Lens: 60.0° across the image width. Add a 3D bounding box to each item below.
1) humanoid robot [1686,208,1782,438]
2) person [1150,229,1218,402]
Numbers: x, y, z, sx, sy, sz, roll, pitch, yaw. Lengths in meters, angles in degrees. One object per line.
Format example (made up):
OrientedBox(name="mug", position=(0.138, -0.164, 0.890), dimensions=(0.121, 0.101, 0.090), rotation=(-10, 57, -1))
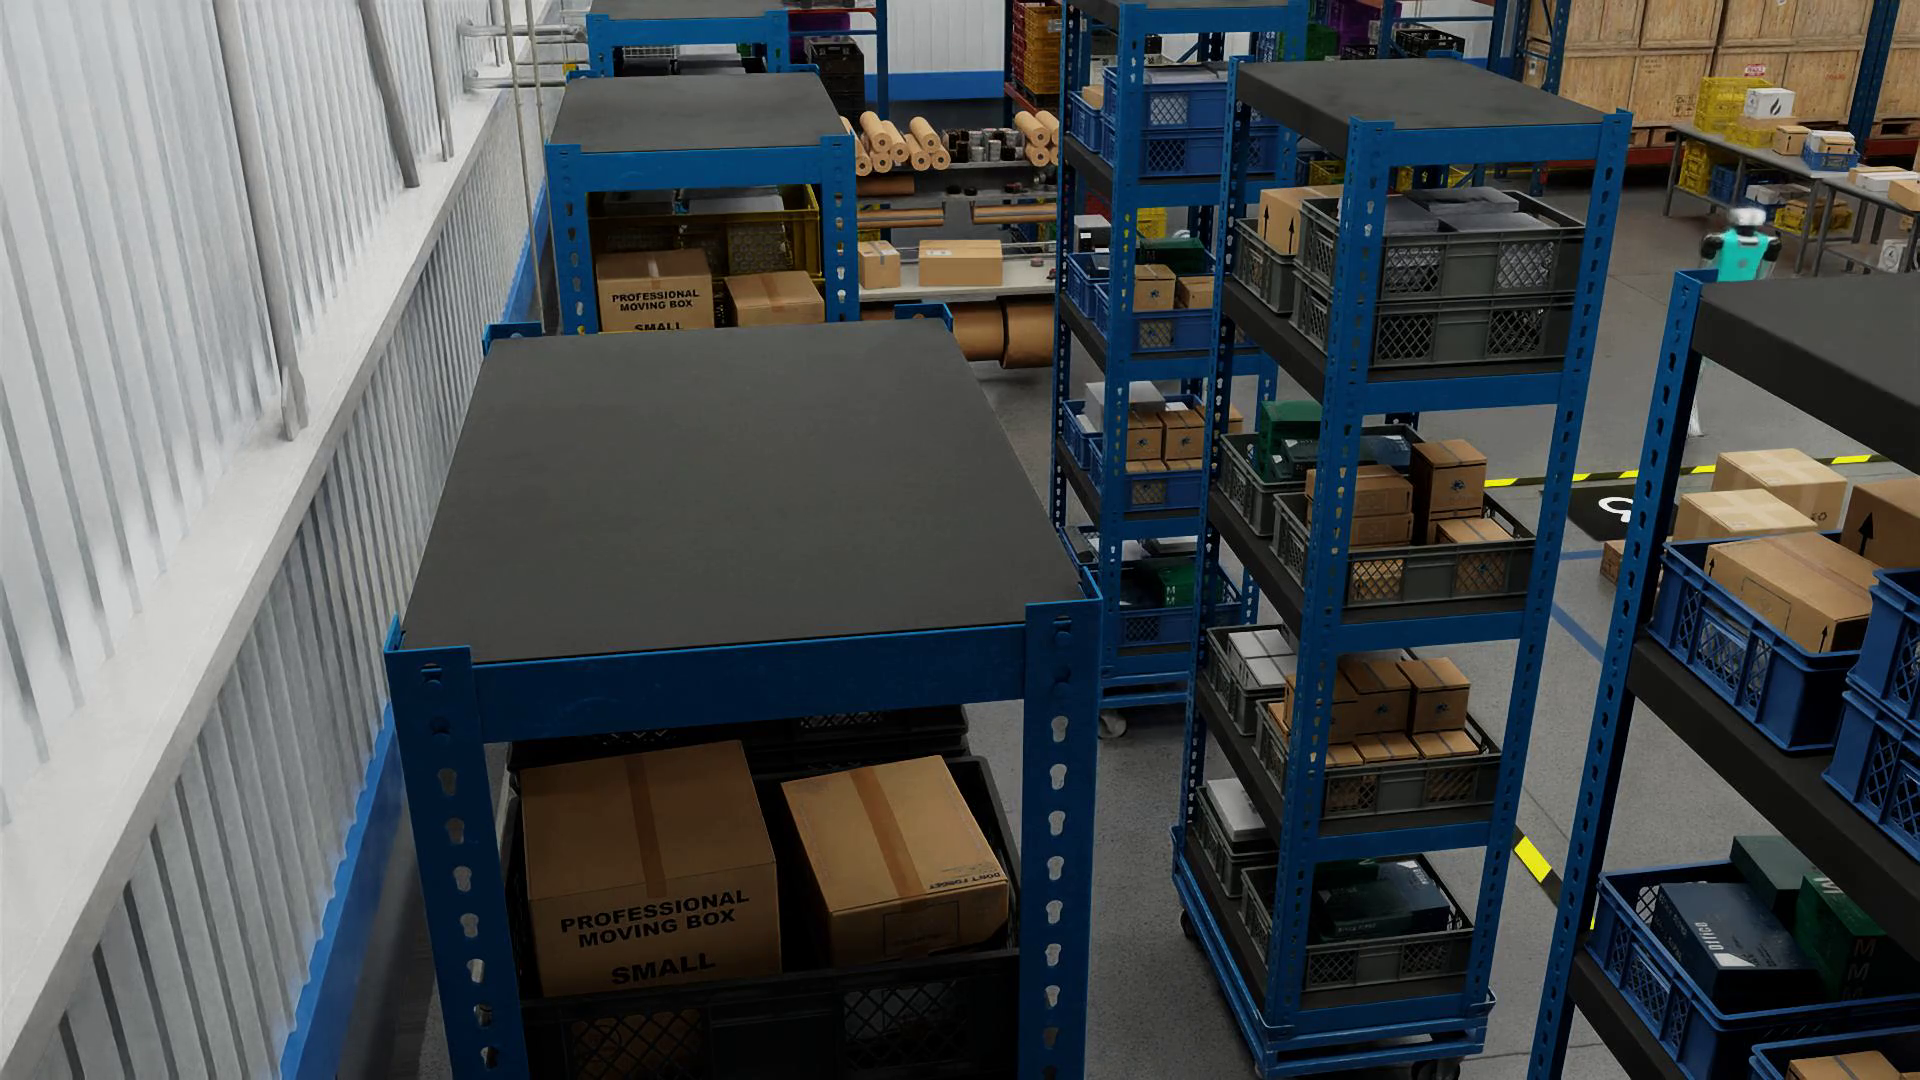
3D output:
OrientedBox(name="humanoid robot", position=(5.399, -1.571, 11.944), dimensions=(0.534, 1.727, 1.013), rotation=(2, 25, 4))
OrientedBox(name="person", position=(1.409, -1.112, 10.820), dimensions=(0.596, 1.852, 0.378), rotation=(-4, 25, -8))
